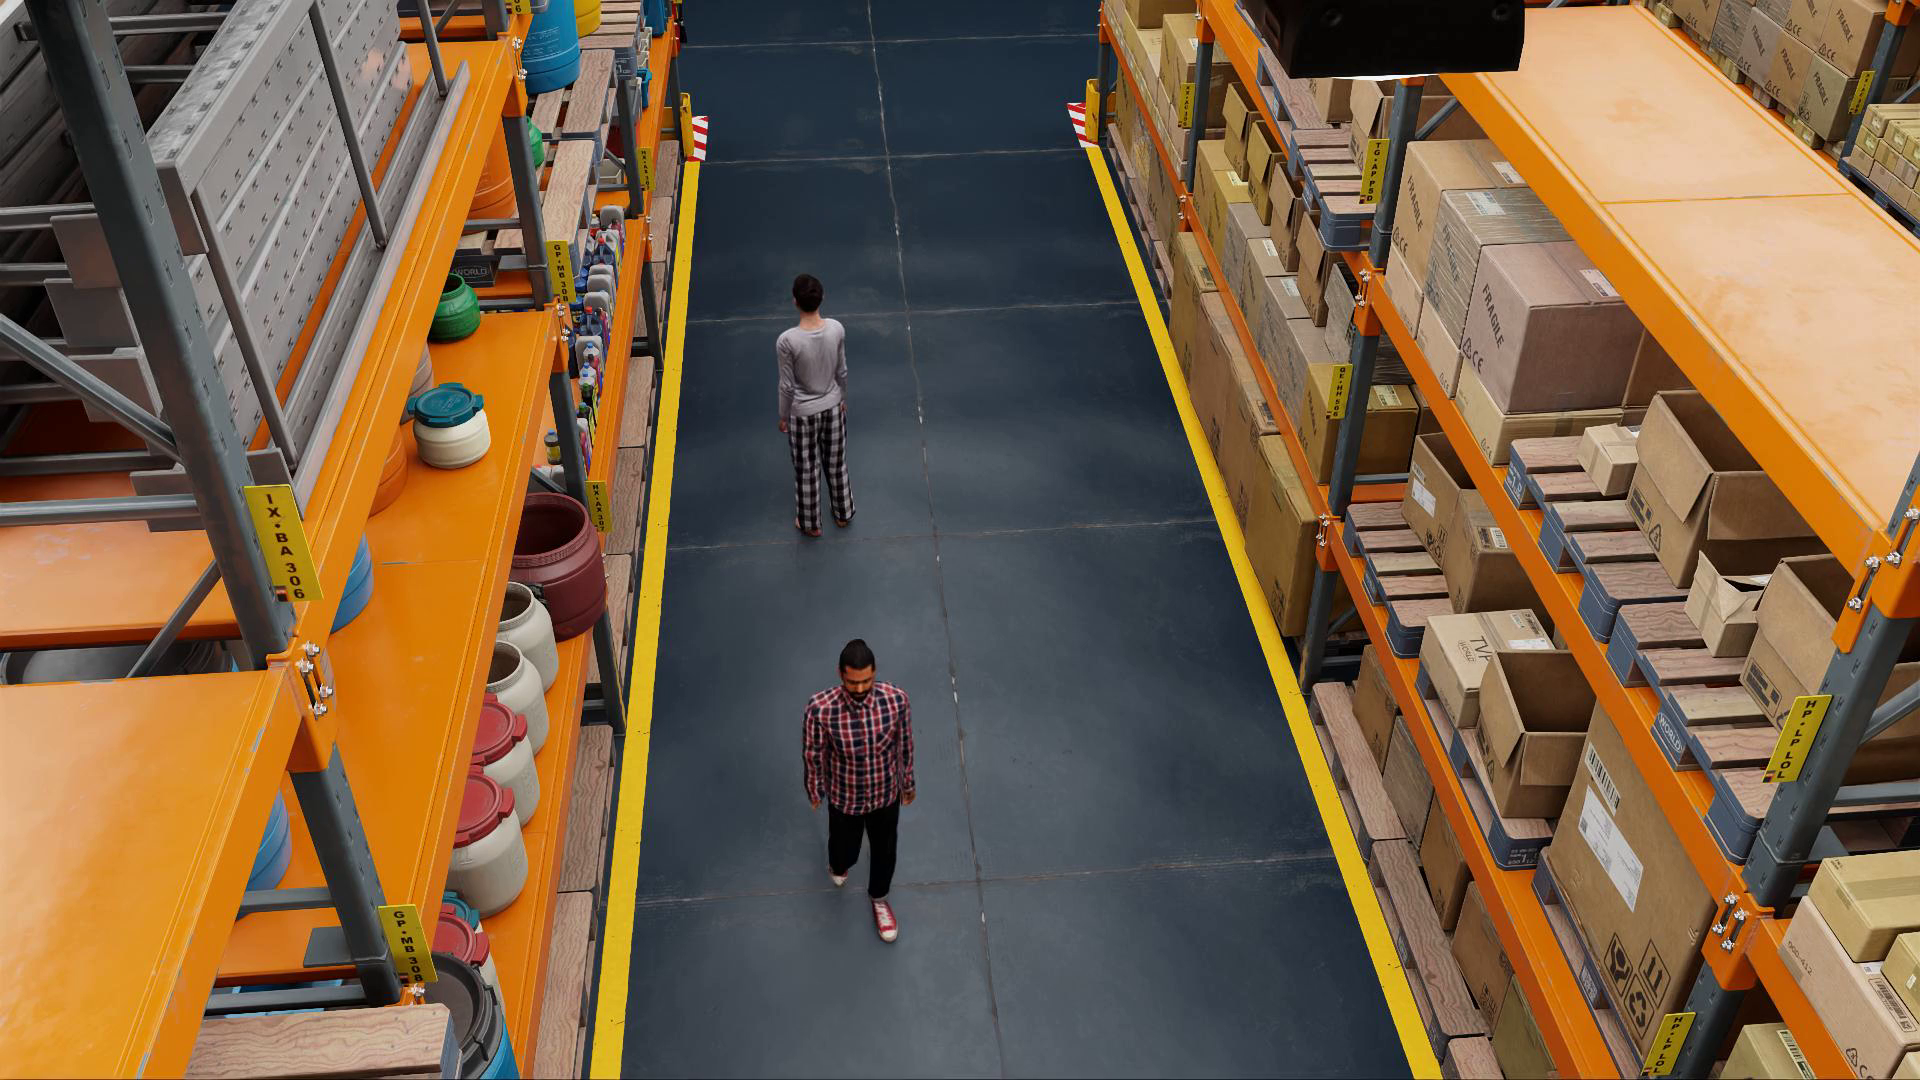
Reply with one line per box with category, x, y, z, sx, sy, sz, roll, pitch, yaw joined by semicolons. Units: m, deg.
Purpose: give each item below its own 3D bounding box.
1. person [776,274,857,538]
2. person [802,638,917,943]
person;-0.923;-0.841;10.596;0.706;1.847;0.682;-19;41;-24
person;-0.482;1.156;8.053;0.785;1.747;0.893;-10;38;-13
